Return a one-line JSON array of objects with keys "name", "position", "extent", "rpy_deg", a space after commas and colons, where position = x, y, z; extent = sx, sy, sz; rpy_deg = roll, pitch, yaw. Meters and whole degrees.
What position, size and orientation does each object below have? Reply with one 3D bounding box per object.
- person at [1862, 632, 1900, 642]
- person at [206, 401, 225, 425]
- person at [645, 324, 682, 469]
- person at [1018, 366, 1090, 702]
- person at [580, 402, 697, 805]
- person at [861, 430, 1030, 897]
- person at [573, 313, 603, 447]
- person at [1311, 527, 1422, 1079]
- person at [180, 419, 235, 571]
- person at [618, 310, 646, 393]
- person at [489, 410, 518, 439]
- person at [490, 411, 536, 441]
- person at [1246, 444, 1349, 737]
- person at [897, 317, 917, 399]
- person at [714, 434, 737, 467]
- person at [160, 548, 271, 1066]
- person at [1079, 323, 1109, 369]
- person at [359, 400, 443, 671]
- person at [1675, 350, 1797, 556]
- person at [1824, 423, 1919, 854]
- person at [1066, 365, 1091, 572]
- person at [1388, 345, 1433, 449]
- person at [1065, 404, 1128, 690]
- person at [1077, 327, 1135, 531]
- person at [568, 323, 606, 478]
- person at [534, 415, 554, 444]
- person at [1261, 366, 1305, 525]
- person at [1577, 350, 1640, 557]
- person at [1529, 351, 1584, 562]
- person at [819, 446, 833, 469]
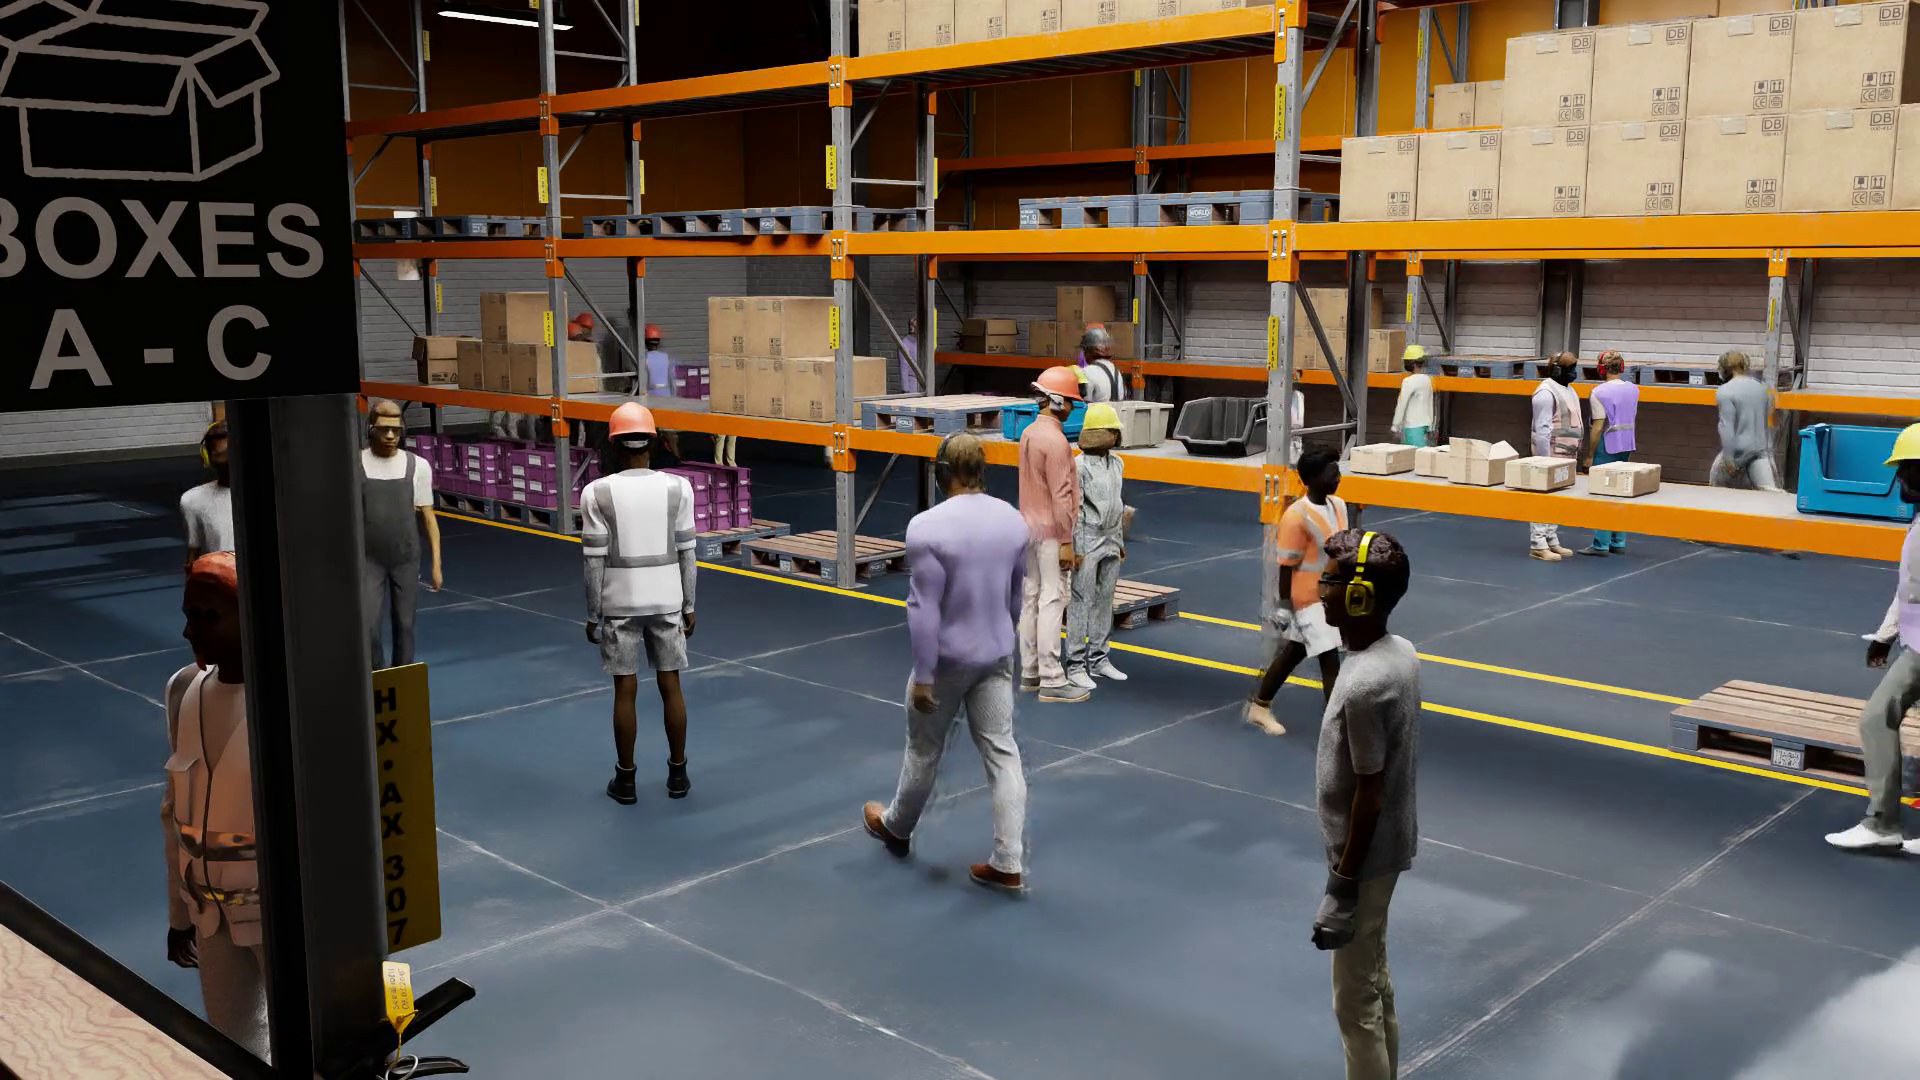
[{"name": "person", "position": [6.684, -0.080, 11.349], "extent": [0.818, 1.600, 0.513], "rpy_deg": [2, 9, 10]}, {"name": "person", "position": [-7.744, -1.270, 17.645], "extent": [0.560, 1.926, 0.524], "rpy_deg": [2, 10, 14]}, {"name": "person", "position": [-3.624, -1.642, 20.013], "extent": [0.553, 1.910, 0.900], "rpy_deg": [-7, 12, -37]}, {"name": "person", "position": [0.544, -0.035, 9.892], "extent": [0.388, 1.987, 0.608], "rpy_deg": [-3, 10, -19]}, {"name": "person", "position": [-1.535, 0.305, 7.985], "extent": [0.542, 1.929, 0.369], "rpy_deg": [-3, 10, -19]}, {"name": "person", "position": [-0.036, 0.483, 6.990], "extent": [0.661, 1.889, 0.989], "rpy_deg": [-7, 12, -37]}, {"name": "person", "position": [-4.989, -2.029, 22.175], "extent": [0.682, 1.963, 0.635], "rpy_deg": [8, 12, 41]}, {"name": "person", "position": [1.082, 0.890, 4.576], "extent": [0.328, 1.872, 0.508], "rpy_deg": [4, 10, 22]}, {"name": "person", "position": [-3.559, 0.305, 8.256], "extent": [0.521, 1.845, 0.786], "rpy_deg": [-6, 11, -35]}, {"name": "person", "position": [-5.358, -2.813, 27.144], "extent": [0.703, 1.925, 0.408], "rpy_deg": [8, 12, 40]}, {"name": "person", "position": [-5.954, -1.793, 21.721], "extent": [0.384, 1.628, 0.528], "rpy_deg": [6, 11, 32]}, {"name": "person", "position": [-6.285, -2.198, 23.507], "extent": [0.664, 1.873, 0.841], "rpy_deg": [5, 11, 29]}, {"name": "person", "position": [1.885, 0.305, 8.848], "extent": [0.904, 1.649, 0.537], "rpy_deg": [7, 12, 37]}, {"name": "person", "position": [-0.617, -2.152, 23.147], "extent": [0.403, 1.900, 0.639], "rpy_deg": [4, 10, 25]}, {"name": "person", "position": [-2.844, -1.573, 20.405], "extent": [0.280, 1.633, 0.500], "rpy_deg": [6, 11, 33]}, {"name": "person", "position": [-1.760, 0.950, 4.167], "extent": [0.584, 1.882, 0.346], "rpy_deg": [4, 10, 22]}, {"name": "person", "position": [1.738, -1.774, 20.886], "extent": [0.857, 1.902, 0.556], "rpy_deg": [6, 11, 31]}, {"name": "person", "position": [-3.169, 0.141, 9.265], "extent": [0.551, 1.834, 0.484], "rpy_deg": [-4, 10, -25]}, {"name": "person", "position": [7.094, -0.784, 15.016], "extent": [0.647, 1.837, 1.201], "rpy_deg": [-4, 10, -25]}, {"name": "person", "position": [4.135, 0.441, 7.245], "extent": [0.718, 1.892, 0.604], "rpy_deg": [5, 11, 30]}, {"name": "person", "position": [0.920, -0.559, 13.771], "extent": [0.297, 1.772, 0.533], "rpy_deg": [9, 13, 44]}, {"name": "person", "position": [4.794, -1.213, 17.876], "extent": [0.746, 1.741, 0.530], "rpy_deg": [7, 12, 38]}, {"name": "person", "position": [0.858, 0.034, 10.215], "extent": [0.303, 1.743, 0.493], "rpy_deg": [9, 13, 42]}, {"name": "person", "position": [1.326, -1.042, 15.900], "extent": [0.832, 2.000, 0.680], "rpy_deg": [5, 11, 29]}, {"name": "person", "position": [-4.456, -1.587, 19.631], "extent": [0.648, 1.935, 1.031], "rpy_deg": [-5, 11, -29]}, {"name": "person", "position": [-4.947, -1.614, 19.891], "extent": [0.886, 1.888, 0.607], "rpy_deg": [-2, 10, -13]}, {"name": "person", "position": [3.279, -0.898, 16.323], "extent": [0.549, 1.601, 0.792], "rpy_deg": [-8, 12, -40]}, {"name": "person", "position": [5.785, -0.760, 14.789], "extent": [0.563, 1.838, 0.389], "rpy_deg": [-5, 11, -30]}, {"name": "person", "position": [5.261, -0.741, 14.663], "extent": [0.429, 1.841, 0.633], "rpy_deg": [7, 12, 39]}, {"name": "person", "position": [-1.745, -1.841, 21.542], "extent": [0.657, 1.791, 0.941], "rpy_deg": [-4, 10, -23]}]
